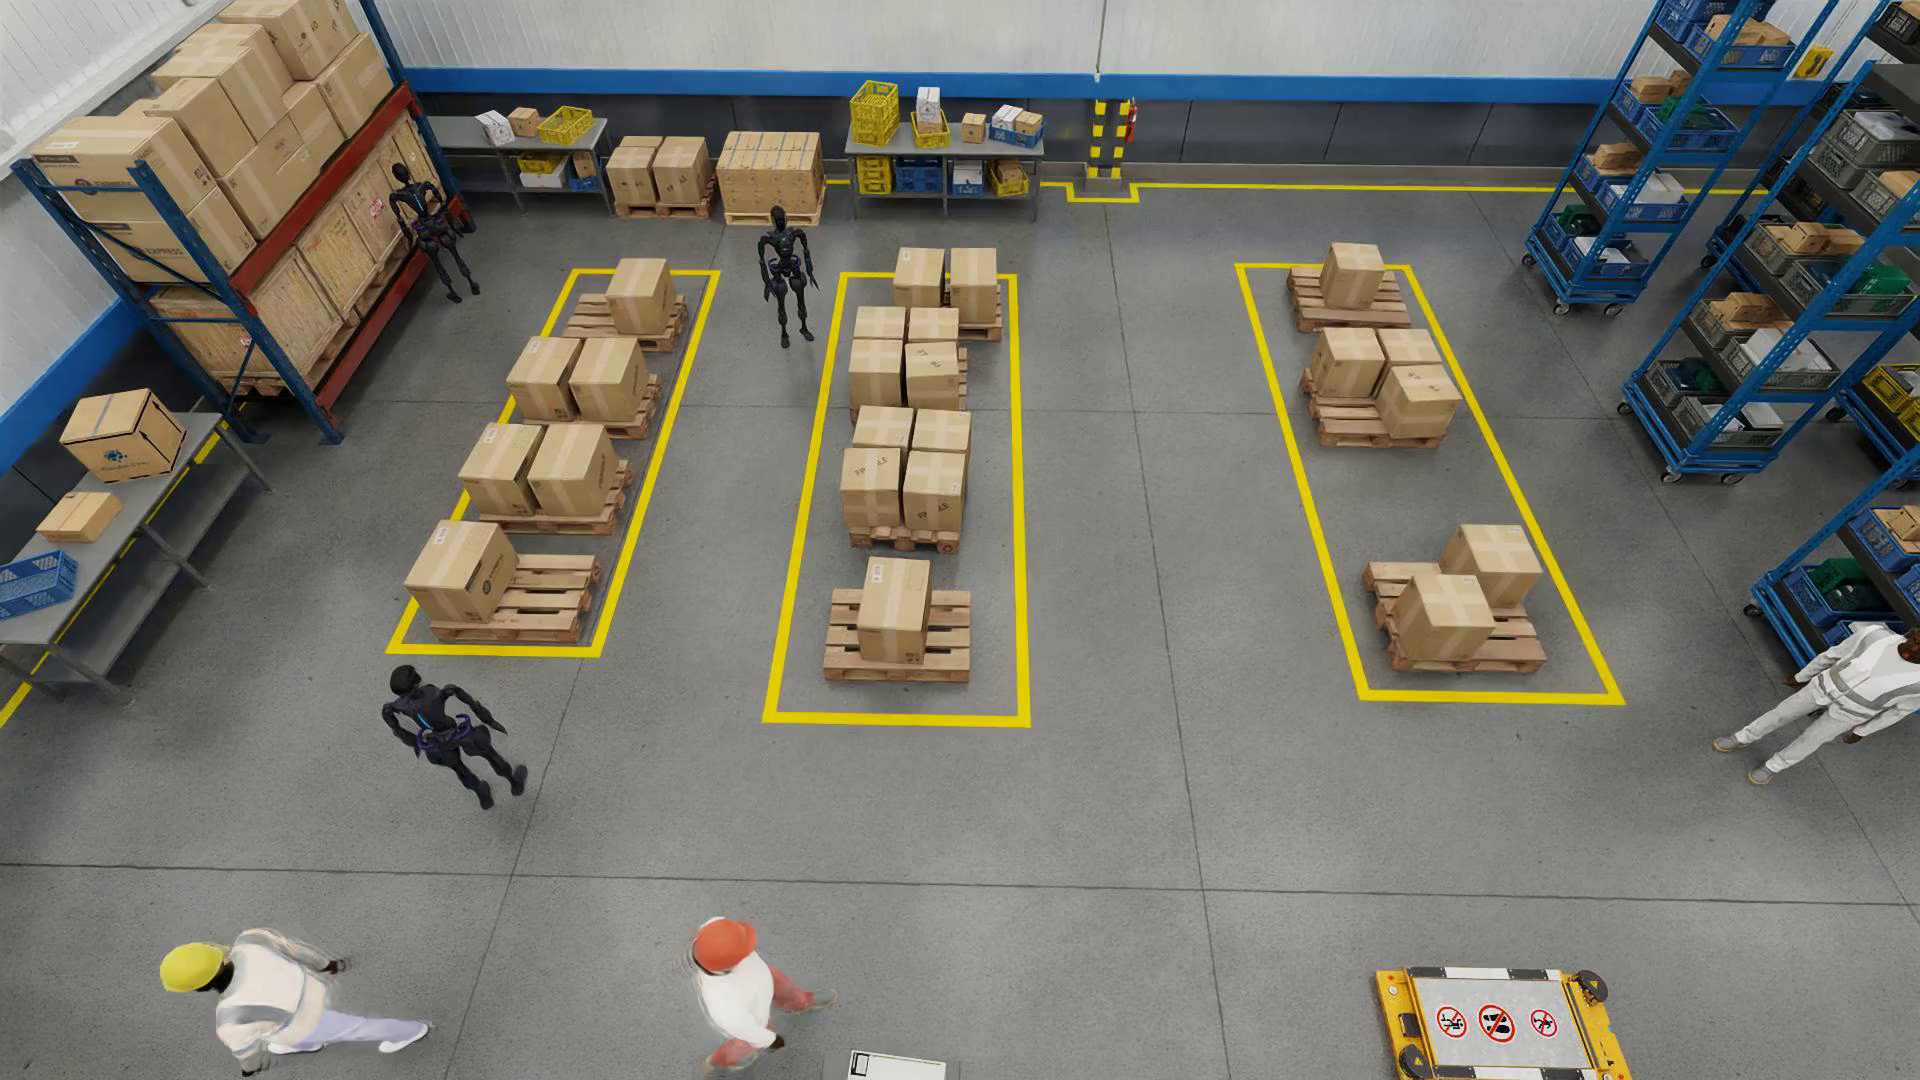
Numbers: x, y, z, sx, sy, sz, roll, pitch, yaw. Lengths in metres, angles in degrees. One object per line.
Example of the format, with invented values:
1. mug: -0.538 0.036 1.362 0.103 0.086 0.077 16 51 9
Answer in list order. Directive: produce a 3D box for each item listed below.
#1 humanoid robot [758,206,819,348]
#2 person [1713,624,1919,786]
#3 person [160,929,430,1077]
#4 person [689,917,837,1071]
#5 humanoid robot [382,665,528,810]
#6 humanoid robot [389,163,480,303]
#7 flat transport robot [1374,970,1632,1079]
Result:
1. humanoid robot: -1.842 -2.822 9.867 0.601 1.658 0.324 -19 53 -15
2. person: 6.218 1.148 6.507 0.356 1.884 0.574 -18 53 -14
3. person: -3.900 2.706 5.242 0.937 1.877 0.585 -17 53 -14
4. person: -1.223 2.614 5.260 0.833 1.966 0.620 -11 52 -9
5. humanoid robot: -3.558 1.384 6.440 0.609 1.657 0.316 -18 53 -14
6. humanoid robot: -6.002 -3.495 10.418 0.587 1.656 0.326 -34 58 -24
7. flat transport robot: 3.501 3.133 5.914 1.431 0.197 0.652 1 51 1
